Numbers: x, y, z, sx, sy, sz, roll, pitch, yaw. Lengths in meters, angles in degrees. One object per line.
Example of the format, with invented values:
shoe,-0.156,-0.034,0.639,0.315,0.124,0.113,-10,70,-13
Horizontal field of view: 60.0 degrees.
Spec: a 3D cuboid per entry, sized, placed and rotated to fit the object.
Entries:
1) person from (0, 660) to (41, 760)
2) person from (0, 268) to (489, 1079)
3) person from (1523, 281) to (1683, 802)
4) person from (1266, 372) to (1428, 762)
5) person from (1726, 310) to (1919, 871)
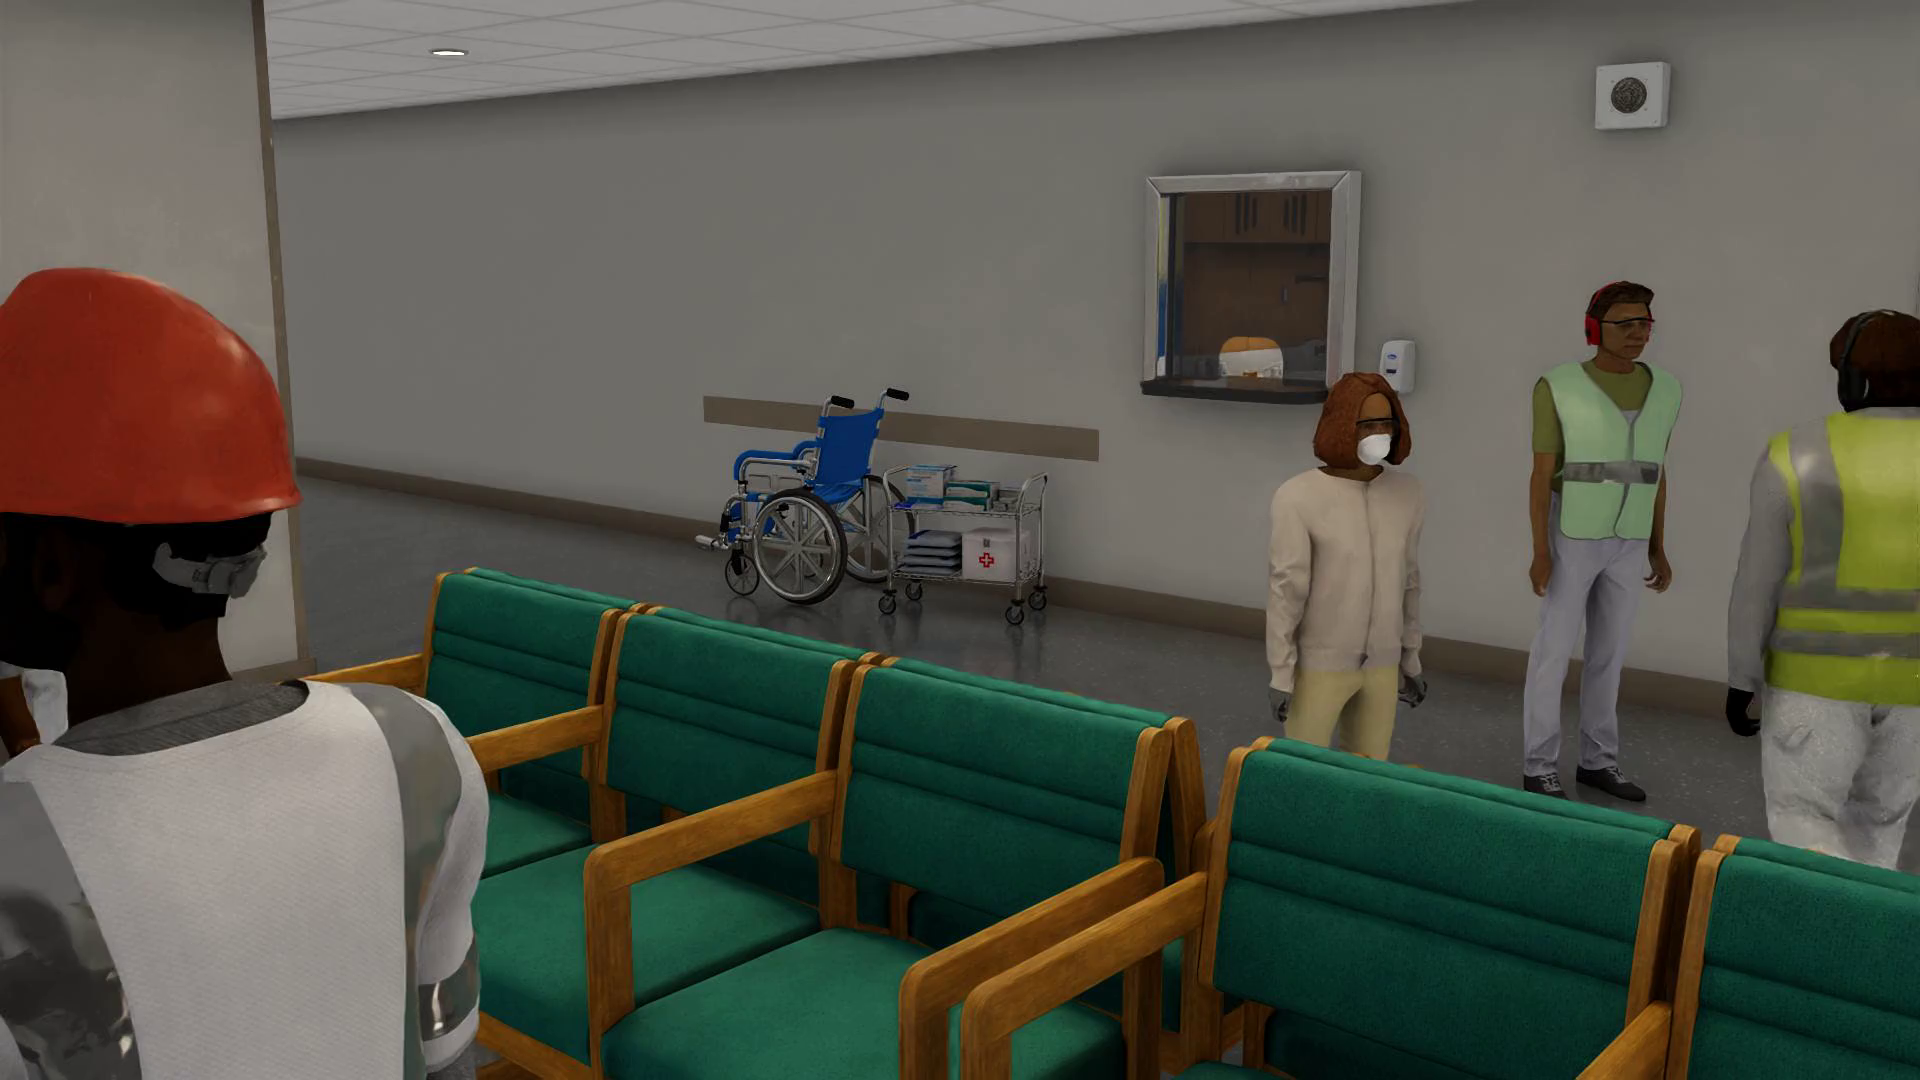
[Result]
person,-1.737,0.578,2.743,0.509,1.840,0.878,-9,14,-43
person,-0.643,0.751,1.422,0.348,1.942,0.546,6,11,30
person,2.249,0.016,5.876,0.564,1.847,0.395,-3,10,-16
person,1.055,0.357,4.541,0.507,1.631,0.266,-4,11,-24
person,2.225,0.349,4.081,0.630,1.815,0.793,2,10,10
